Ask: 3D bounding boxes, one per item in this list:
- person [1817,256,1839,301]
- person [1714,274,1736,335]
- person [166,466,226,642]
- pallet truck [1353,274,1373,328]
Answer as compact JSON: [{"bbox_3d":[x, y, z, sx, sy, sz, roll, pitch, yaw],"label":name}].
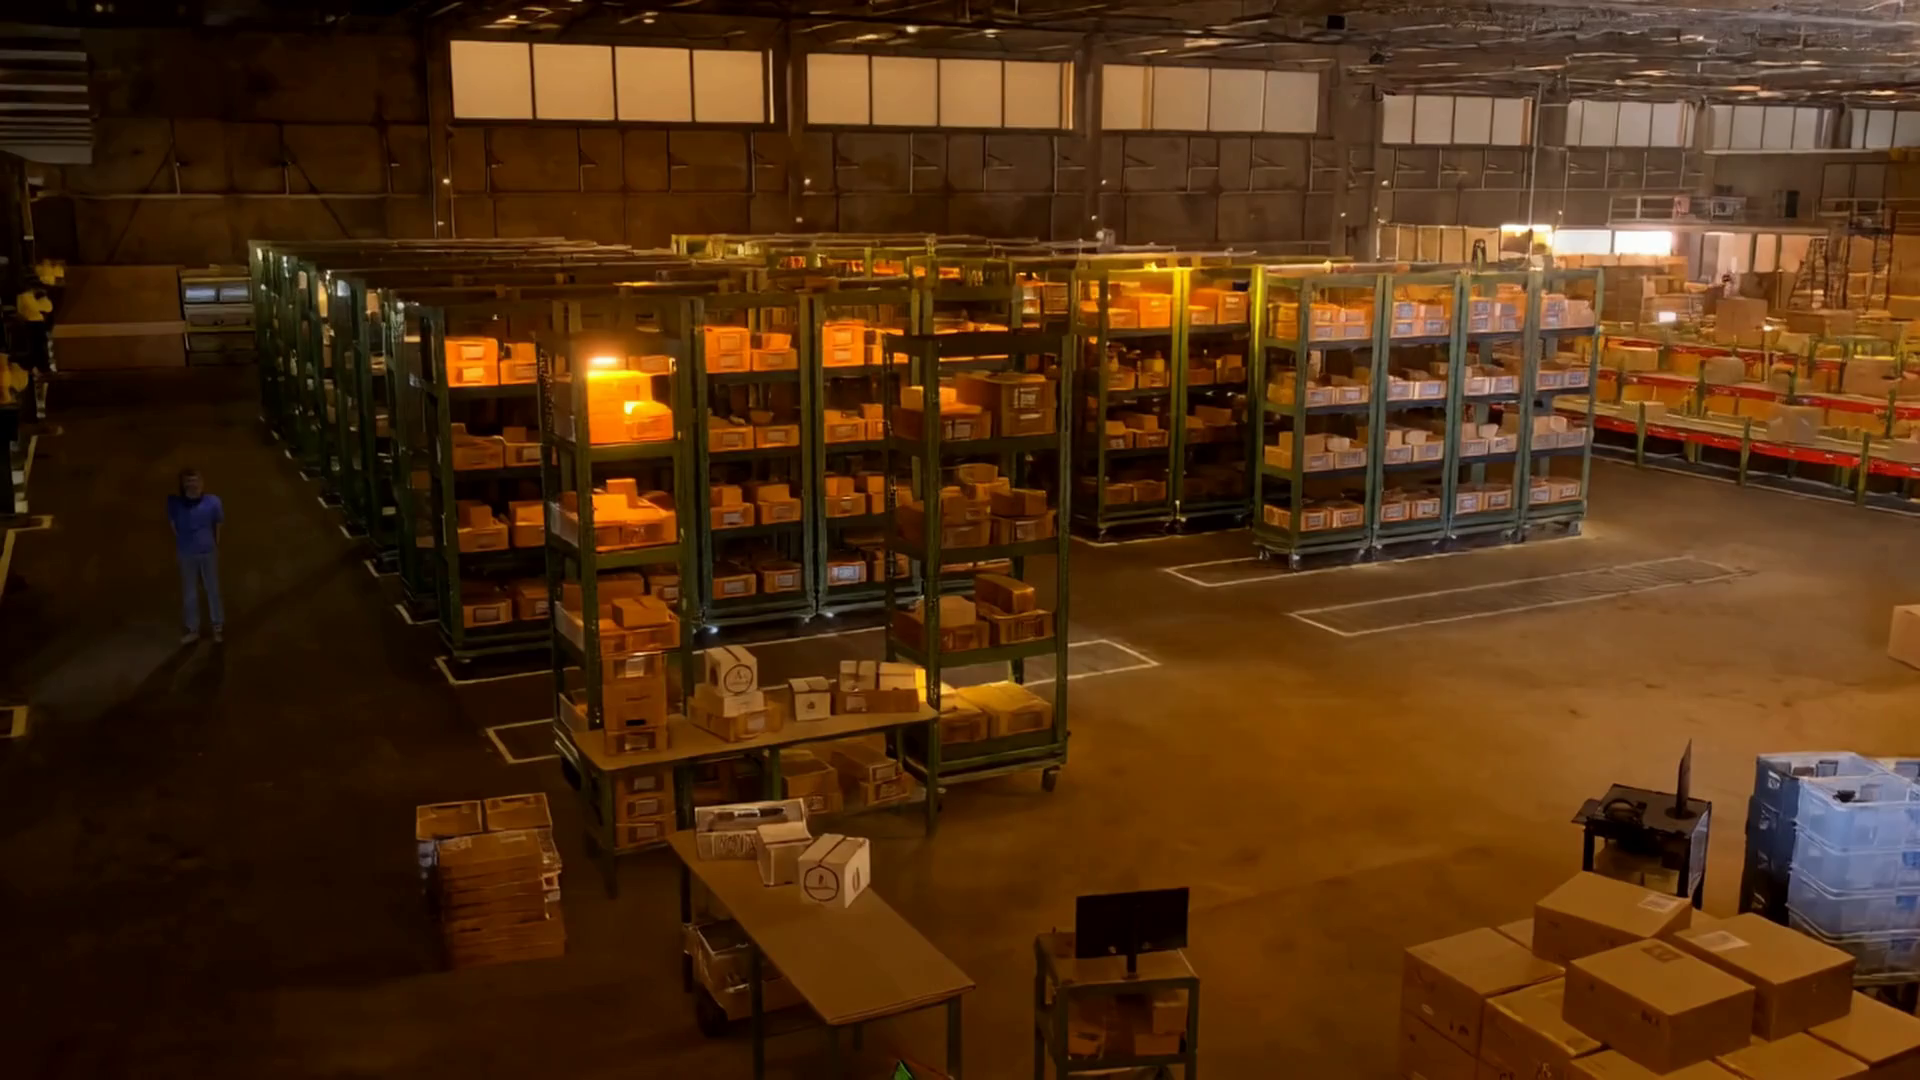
[{"bbox_3d":[35.323,-10.595,67.485,0.584,1.858,0.780,-7,14,-29],"label":"person"},{"bbox_3d":[24.016,-7.350,52.078,1.099,1.949,0.680,-1,12,-5],"label":"person"},{"bbox_3d":[-7.931,0.136,17.300,0.570,1.848,0.384,-1,12,-6],"label":"person"},{"bbox_3d":[13.011,-8.050,55.243,0.823,1.965,1.885,-7,14,-28],"label":"pallet truck"}]
